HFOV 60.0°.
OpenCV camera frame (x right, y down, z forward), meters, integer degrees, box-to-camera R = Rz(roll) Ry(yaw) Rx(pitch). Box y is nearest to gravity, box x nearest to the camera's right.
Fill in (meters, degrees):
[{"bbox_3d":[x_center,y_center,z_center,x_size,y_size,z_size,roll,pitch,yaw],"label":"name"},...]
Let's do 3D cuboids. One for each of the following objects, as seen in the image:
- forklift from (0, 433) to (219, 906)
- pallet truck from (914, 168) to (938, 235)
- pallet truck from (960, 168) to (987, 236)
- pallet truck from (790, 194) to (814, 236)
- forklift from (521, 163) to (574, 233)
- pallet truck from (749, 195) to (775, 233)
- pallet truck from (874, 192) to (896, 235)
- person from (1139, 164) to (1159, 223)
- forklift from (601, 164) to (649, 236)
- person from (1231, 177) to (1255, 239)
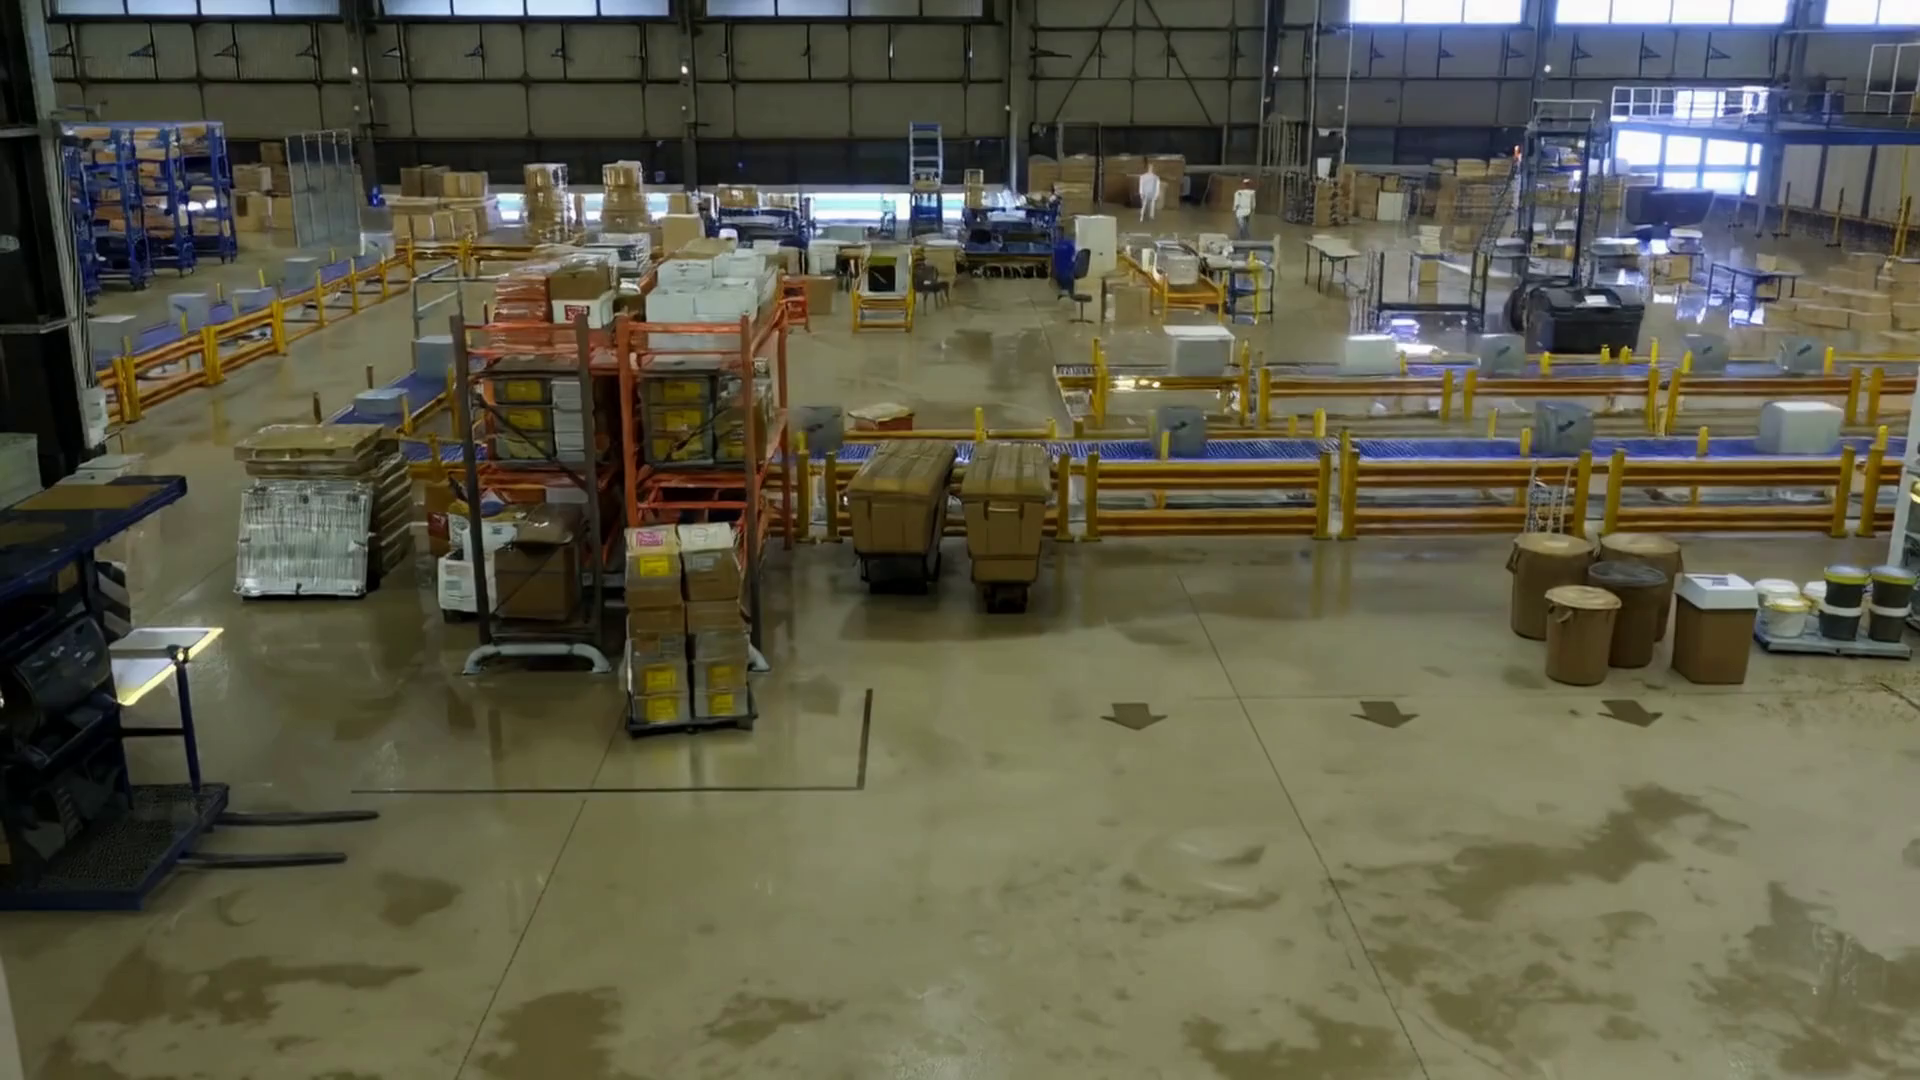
[{"bbox_3d":[-5.952,0.780,10.366,1.873,2.768,1.129,0,16,-1],"label":"forklift"},{"bbox_3d":[-0.989,-10.316,50.507,0.823,1.965,1.885,1,16,3],"label":"pallet truck"},{"bbox_3d":[0.383,-10.230,50.206,0.823,1.965,1.885,-1,16,-3],"label":"pallet truck"},{"bbox_3d":[-4.814,-9.883,50.259,0.704,1.261,1.522,-1,16,-3],"label":"pallet truck"},{"bbox_3d":[-12.233,-10.122,49.298,1.157,1.987,2.680,0,16,-1],"label":"forklift"},{"bbox_3d":[-6.051,-9.967,50.660,0.680,1.201,1.601,0,16,-1],"label":"pallet truck"},{"bbox_3d":[-2.277,-9.986,50.594,0.653,1.274,1.630,0,16,-1],"label":"pallet truck"},{"bbox_3d":[6.082,-11.165,53.652,0.655,1.894,0.540,9,18,28],"label":"person"},{"bbox_3d":[-9.948,-10.127,49.296,1.157,1.987,2.680,-1,16,-3],"label":"forklift"},{"bbox_3d":[7.843,-9.090,46.252,0.631,1.985,1.068,-6,17,-18],"label":"person"}]
